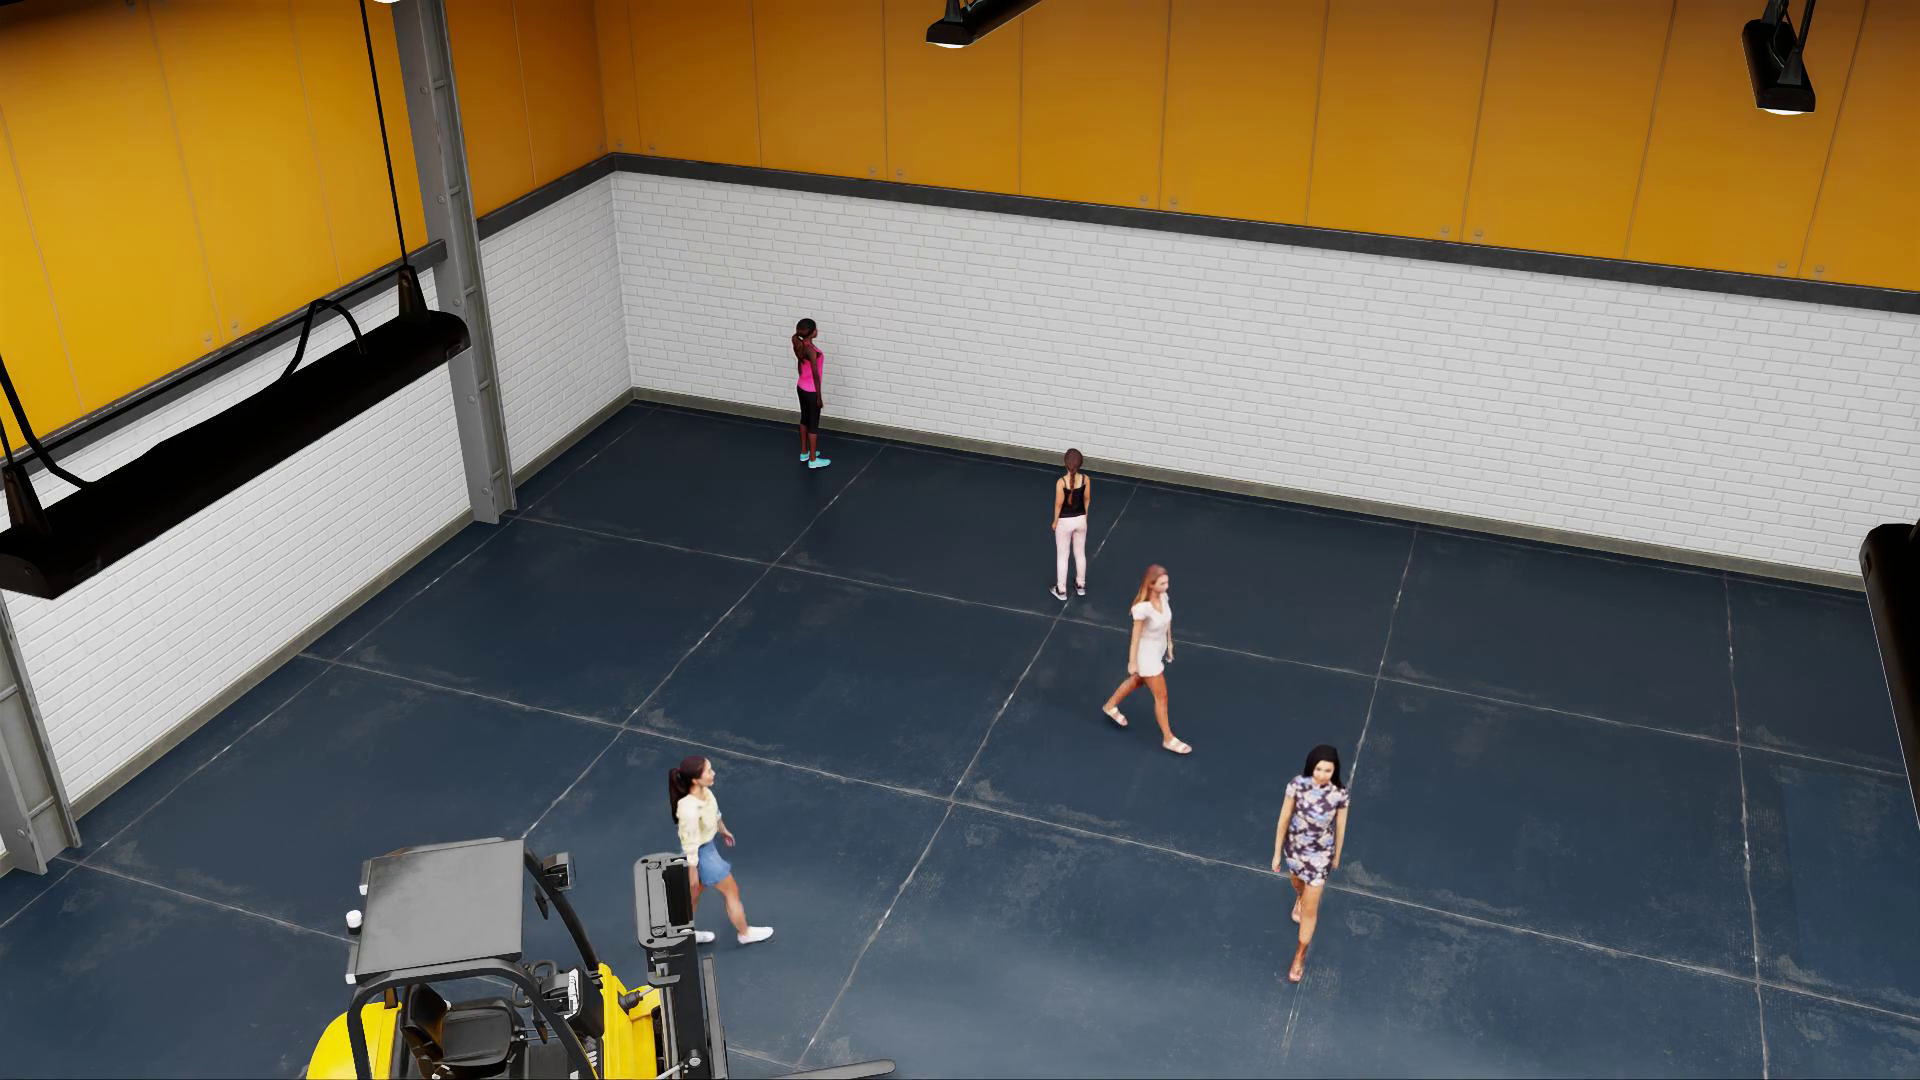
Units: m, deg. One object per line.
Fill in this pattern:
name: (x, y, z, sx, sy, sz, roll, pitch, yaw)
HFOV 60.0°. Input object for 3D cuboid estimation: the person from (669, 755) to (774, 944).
person: (-1.879, 2.181, 11.514, 0.962, 1.609, 0.969, -5, 29, -9)

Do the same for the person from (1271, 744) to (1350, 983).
person: (2.427, 2.116, 11.541, 0.600, 1.697, 1.094, 10, 30, 18)

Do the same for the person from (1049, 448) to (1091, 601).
person: (1.065, -0.165, 15.860, 0.616, 1.565, 0.667, -10, 30, -18)

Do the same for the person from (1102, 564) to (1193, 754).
person: (1.497, 0.926, 13.771, 0.886, 1.651, 1.130, 21, 35, 33)

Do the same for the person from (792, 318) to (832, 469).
person: (-1.670, -1.646, 18.410, 0.719, 1.723, 0.667, -15, 32, -25)
